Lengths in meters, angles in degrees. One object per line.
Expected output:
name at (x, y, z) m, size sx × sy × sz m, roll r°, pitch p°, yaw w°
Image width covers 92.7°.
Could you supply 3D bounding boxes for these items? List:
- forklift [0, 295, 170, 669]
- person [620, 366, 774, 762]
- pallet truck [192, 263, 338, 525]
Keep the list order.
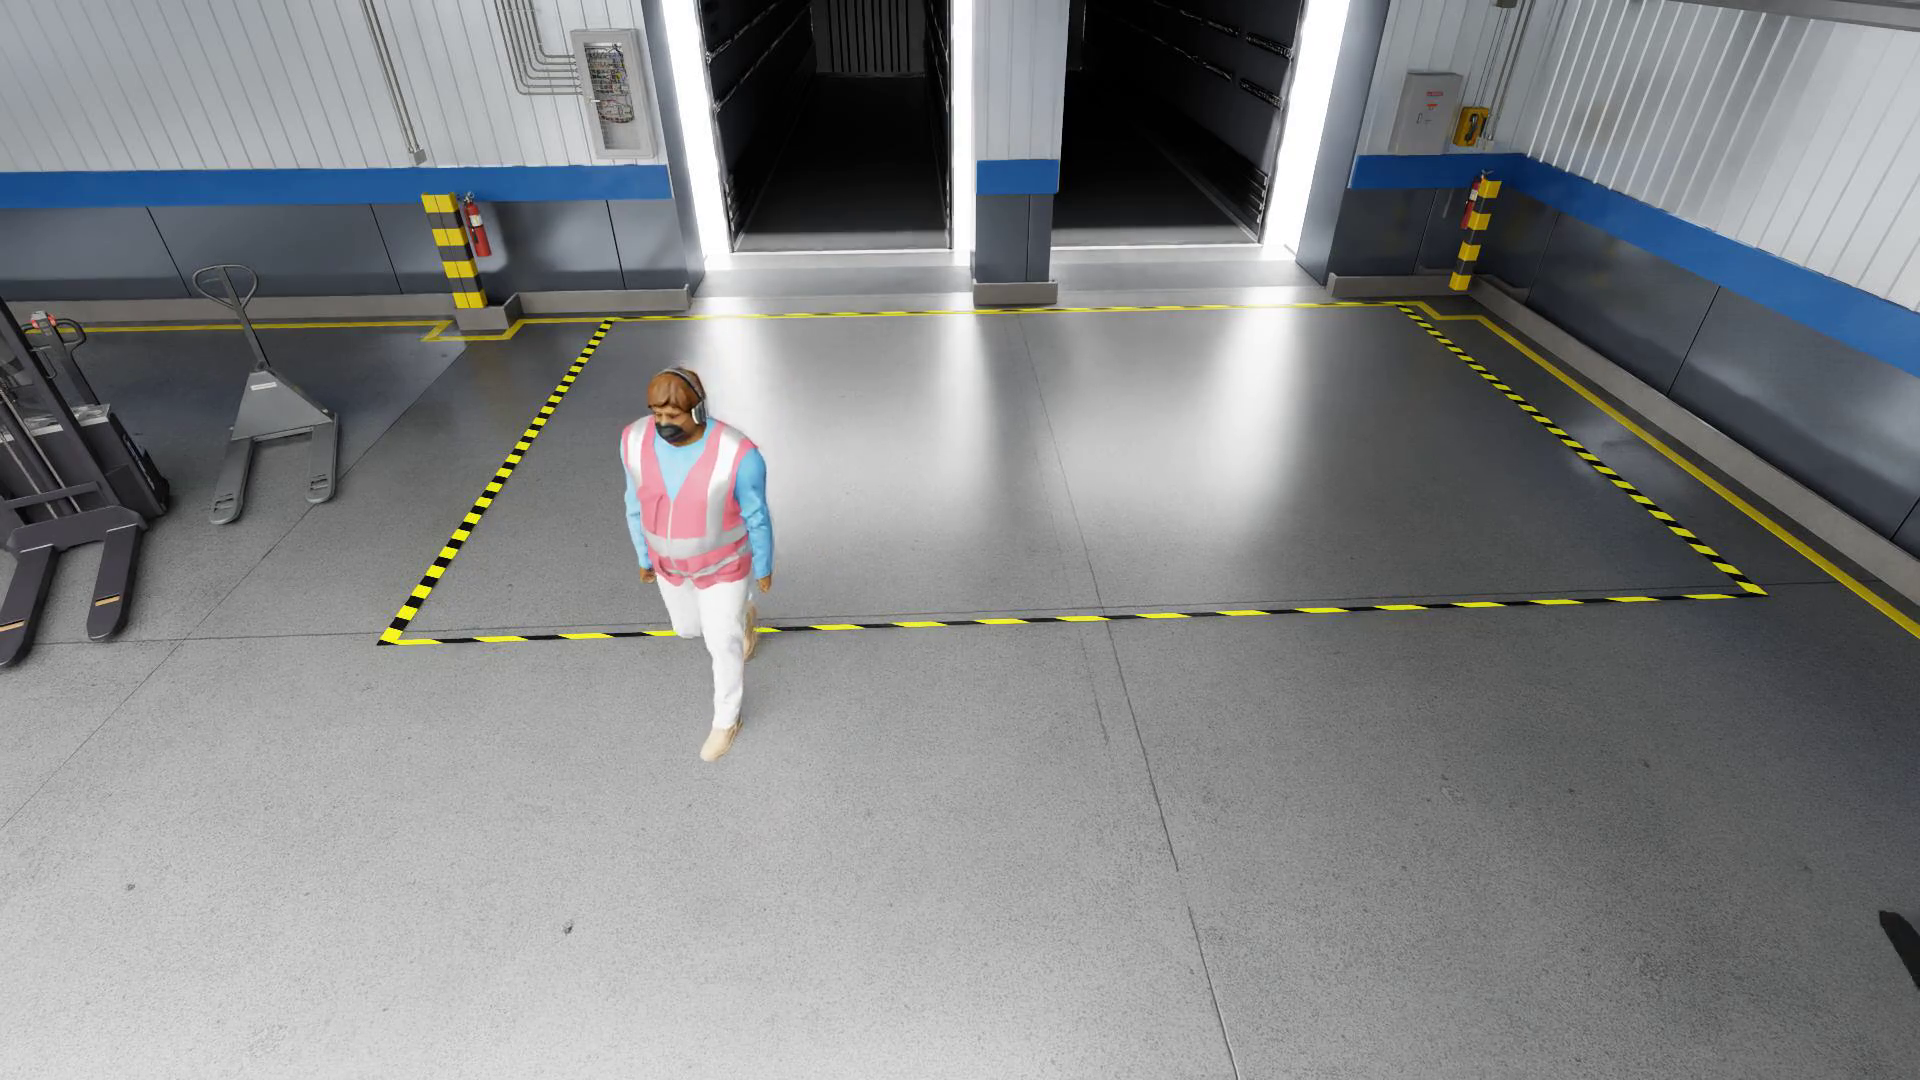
forklift at (-5.212, -0.618, 4.878) m, size 0.823 × 1.965 × 1.885 m, roll -20°, pitch 39°, yaw -26°
person at (-1.113, 0.063, 4.061) m, size 0.627 × 1.818 × 0.828 m, roll 9°, pitch 36°, yaw 13°
pallet truck at (-4.778, -1.027, 6.128) m, size 0.680 × 1.201 × 1.601 m, roll -17°, pitch 38°, yaw -23°
